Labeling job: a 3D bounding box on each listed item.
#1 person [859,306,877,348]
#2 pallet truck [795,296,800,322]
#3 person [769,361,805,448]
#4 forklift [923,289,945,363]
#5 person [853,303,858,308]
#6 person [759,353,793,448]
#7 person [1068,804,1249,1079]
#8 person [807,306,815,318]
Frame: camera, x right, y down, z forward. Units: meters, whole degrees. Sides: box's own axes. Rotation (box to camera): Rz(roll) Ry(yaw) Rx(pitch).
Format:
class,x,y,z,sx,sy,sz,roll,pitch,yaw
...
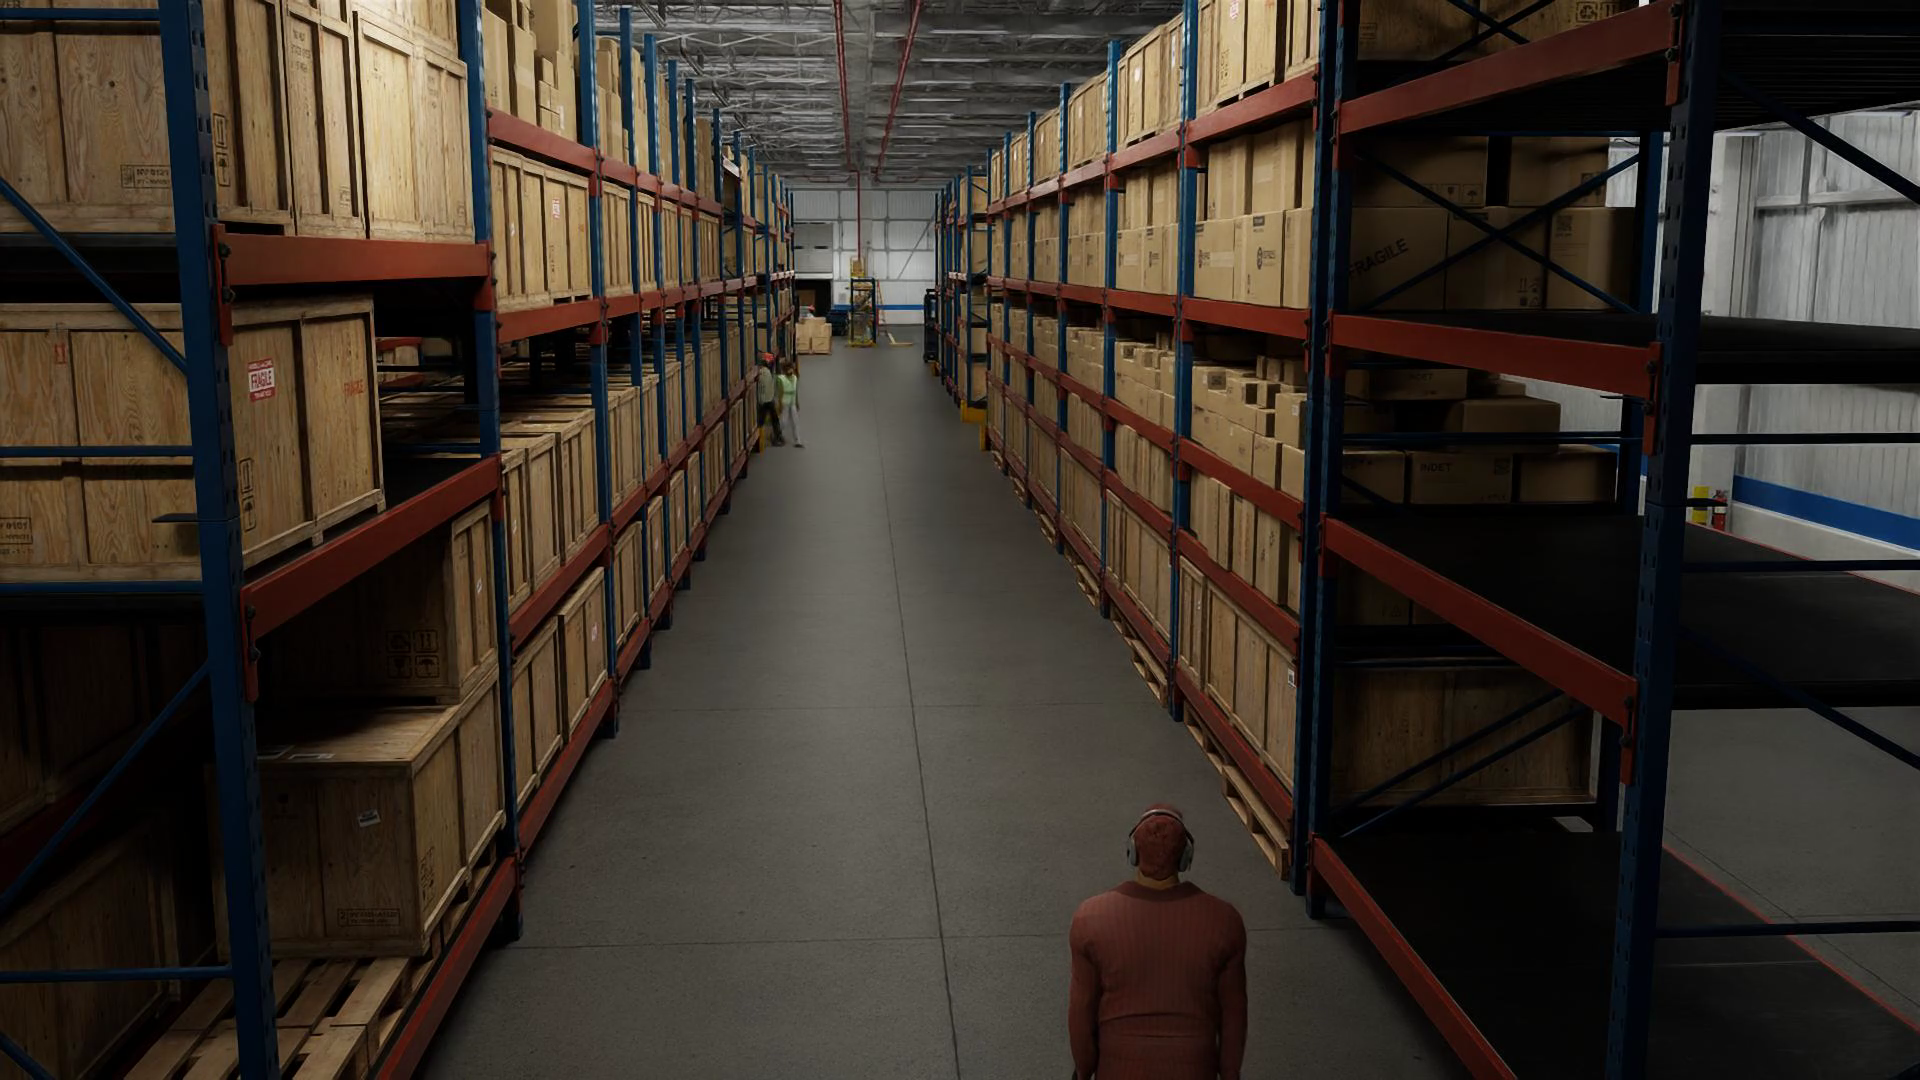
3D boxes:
class,x,y,z,sx,sy,sz,roll,pitch,yaw
person,-4.071,-9.491,74.060,0.927,1.898,0.655,0,10,-3
pallet truck,-8.622,-12.439,91.403,1.885,1.965,0.823,2,10,13
person,-3.616,-2.804,34.437,0.743,1.807,0.615,6,11,33
forklift,-0.823,-8.158,63.198,1.129,2.768,1.873,-1,10,-3
person,-6.047,-12.945,95.562,0.563,1.620,0.519,-8,13,-41
person,-3.895,-2.889,34.453,0.906,1.955,0.624,-5,11,-28
person,0.717,1.893,6.063,0.649,1.907,0.409,0,10,3
person,-6.510,-9.286,72.790,0.415,1.926,0.561,-4,10,-24
